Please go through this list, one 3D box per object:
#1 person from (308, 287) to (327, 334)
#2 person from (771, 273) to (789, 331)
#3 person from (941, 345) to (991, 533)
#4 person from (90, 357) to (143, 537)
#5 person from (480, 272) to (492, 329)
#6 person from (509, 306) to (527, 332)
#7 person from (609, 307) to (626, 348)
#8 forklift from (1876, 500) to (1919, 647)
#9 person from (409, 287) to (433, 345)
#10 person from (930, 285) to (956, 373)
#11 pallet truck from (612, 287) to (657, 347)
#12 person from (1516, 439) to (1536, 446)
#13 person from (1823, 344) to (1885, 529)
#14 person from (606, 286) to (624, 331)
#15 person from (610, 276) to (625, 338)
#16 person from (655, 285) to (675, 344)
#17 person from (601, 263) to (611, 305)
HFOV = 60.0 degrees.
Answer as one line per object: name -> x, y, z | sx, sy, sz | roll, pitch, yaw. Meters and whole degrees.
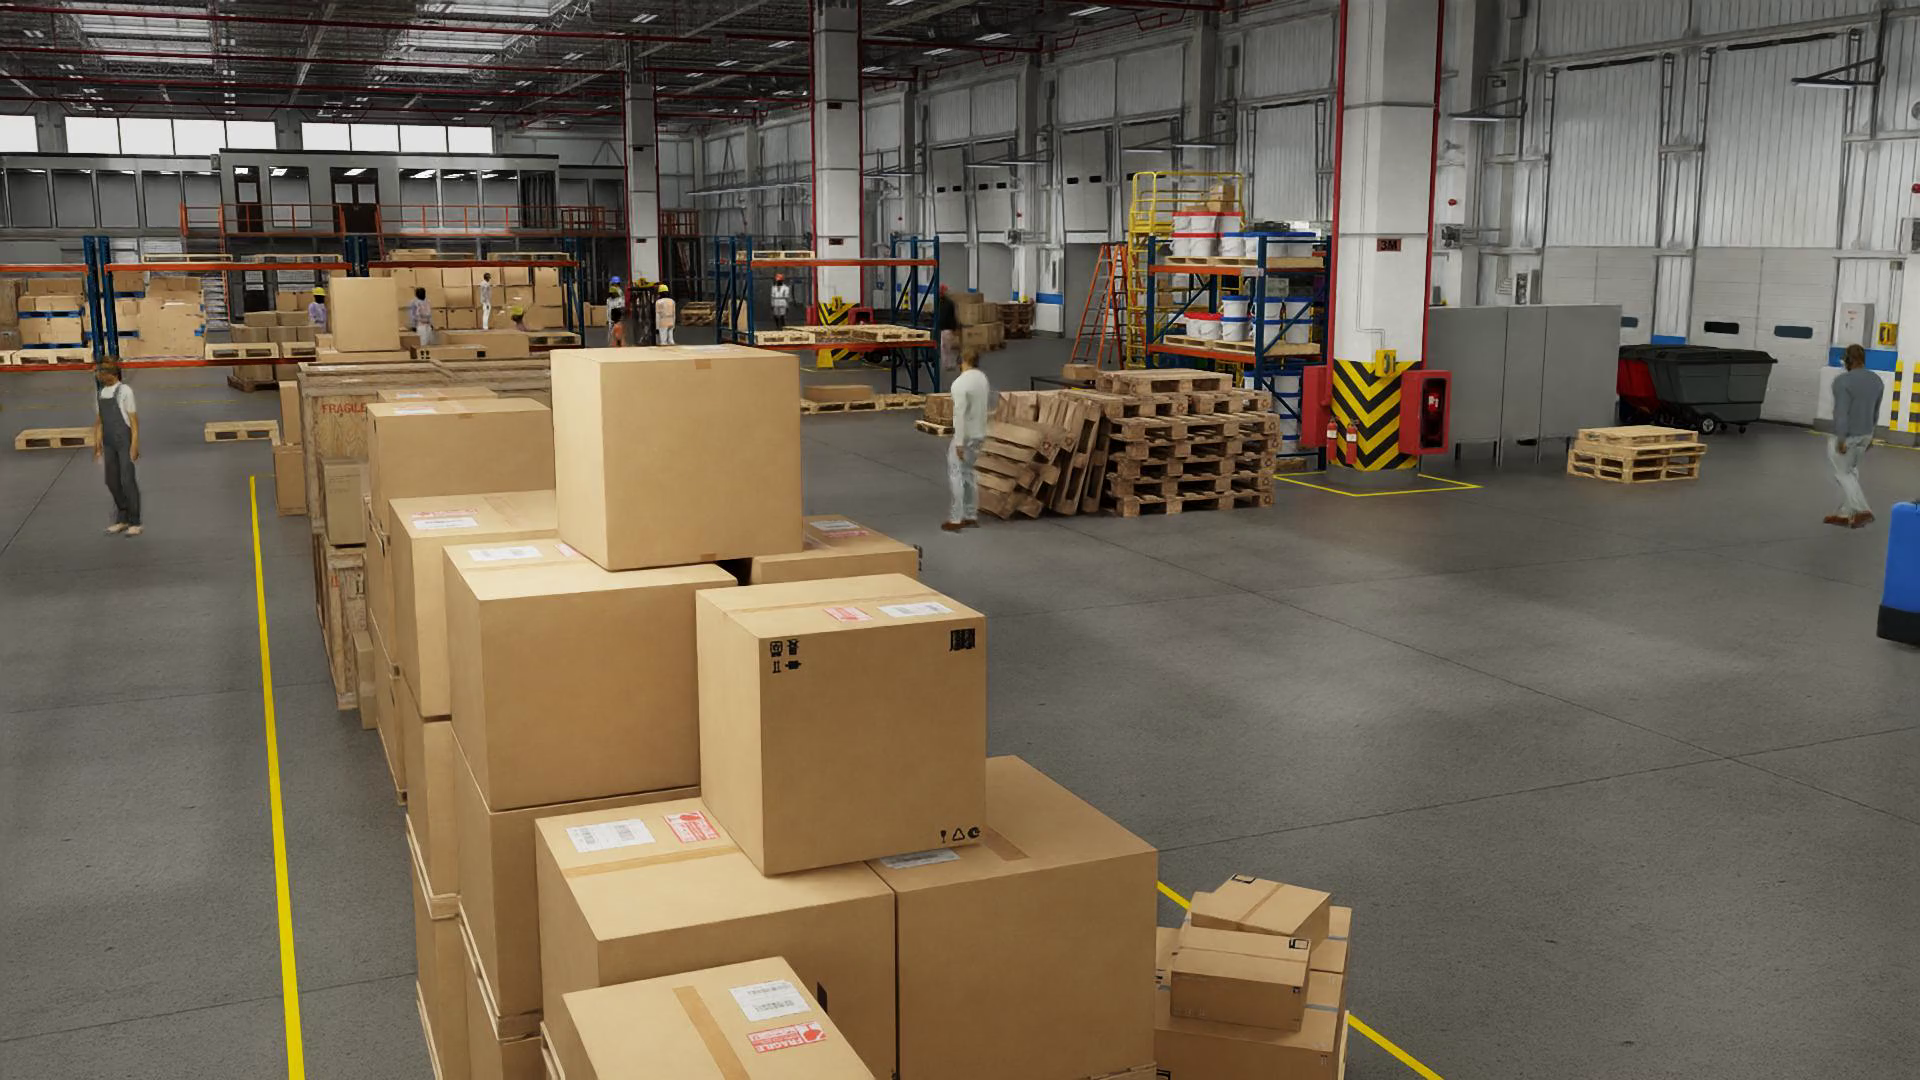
person -> -14.189, -4.637, 36.869 | 0.388, 1.927, 0.589 | 1, 10, 5
person -> -5.546, -7.215, 51.089 | 0.579, 1.921, 0.452 | 2, 11, 13
person -> 0.024, -1.049, 17.167 | 0.544, 1.902, 0.656 | 6, 12, 31
person -> -8.494, -0.945, 16.866 | 0.561, 1.814, 0.382 | 5, 11, 26
person -> -15.032, -7.527, 52.812 | 0.374, 1.932, 0.623 | -4, 11, -20
person -> -8.199, -3.498, 31.076 | 0.416, 1.750, 0.540 | -6, 12, -28
person -> -6.575, -3.689, 32.332 | 0.660, 1.679, 0.539 | -2, 10, -10
forklift -> 7.800, -0.595, 11.963 | 1.873, 2.768, 1.129 | -4, 11, -23
person -> -13.161, -5.266, 40.615 | 0.631, 1.828, 0.641 | 5, 11, 25
person -> -0.442, -4.731, 37.295 | 0.936, 1.950, 0.640 | -8, 13, -38
pallet truck -> -6.464, -4.406, 35.401 | 0.823, 1.965, 1.885 | 6, 12, 32
person -> 8.213, -2.311, 24.113 | 0.485, 1.908, 0.544 | 7, 12, 33
person -> 9.250, -1.047, 17.133 | 0.654, 1.912, 0.802 | -3, 11, -18
person -> -9.123, -5.826, 43.943 | 0.486, 1.740, 0.313 | 3, 11, 18
person -> -9.508, -6.351, 46.255 | 0.389, 1.949, 0.602 | -3, 11, -16
person -> -6.950, -5.050, 39.189 | 0.405, 1.918, 0.587 | 8, 13, 36
person -> -14.315, -10.124, 66.928 | 0.390, 1.990, 0.623 | 6, 12, 31
